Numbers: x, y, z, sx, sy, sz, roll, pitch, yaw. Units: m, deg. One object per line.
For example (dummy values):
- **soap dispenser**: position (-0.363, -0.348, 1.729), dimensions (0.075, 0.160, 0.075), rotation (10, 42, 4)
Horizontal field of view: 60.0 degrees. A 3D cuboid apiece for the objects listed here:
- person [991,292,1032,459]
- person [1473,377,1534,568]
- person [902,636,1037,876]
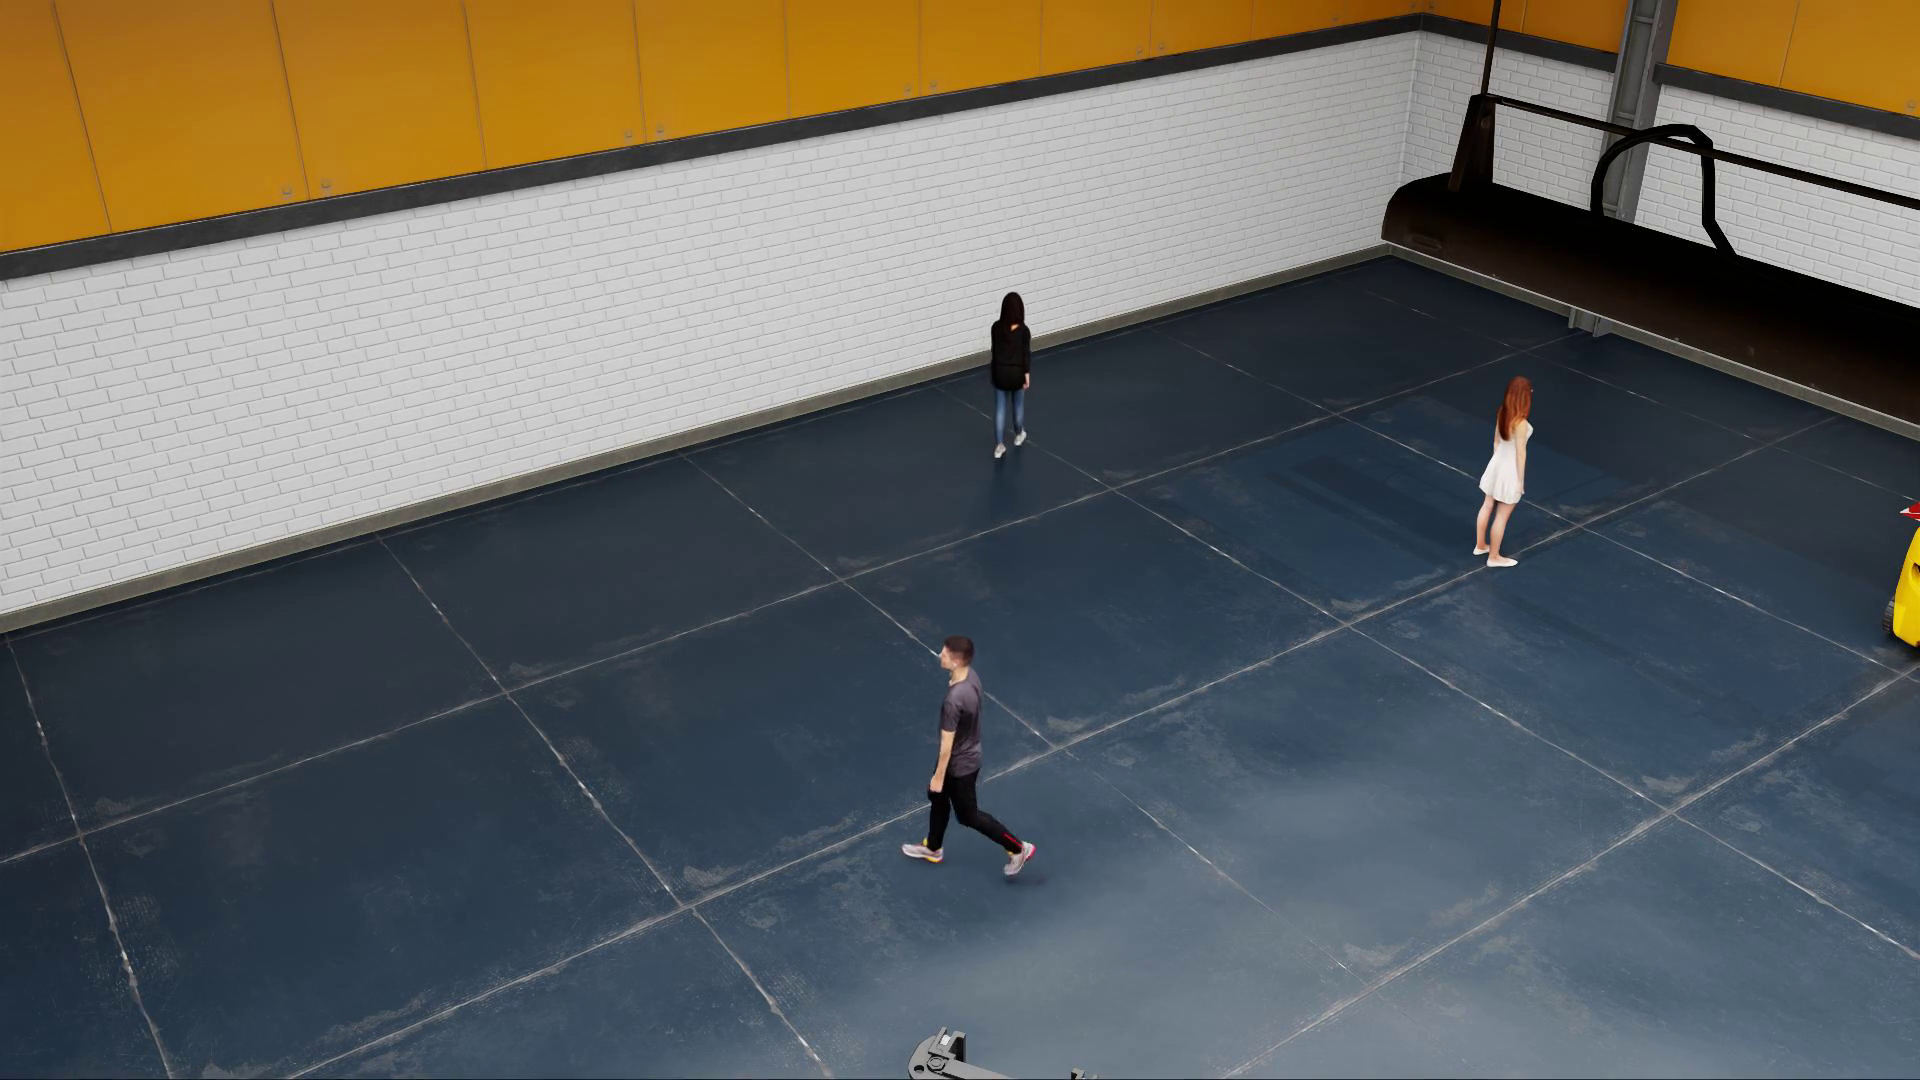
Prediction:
- **person**: position (0.465, -1.594, 16.066), dimensions (0.888, 1.634, 0.927), rotation (7, 29, 12)
- **person**: position (4.637, -0.592, 14.148), dimensions (0.687, 1.712, 0.575), rotation (-7, 29, -12)
- **person**: position (0.070, 1.404, 10.464), dimensions (1.135, 1.736, 1.129), rotation (2, 29, 4)
